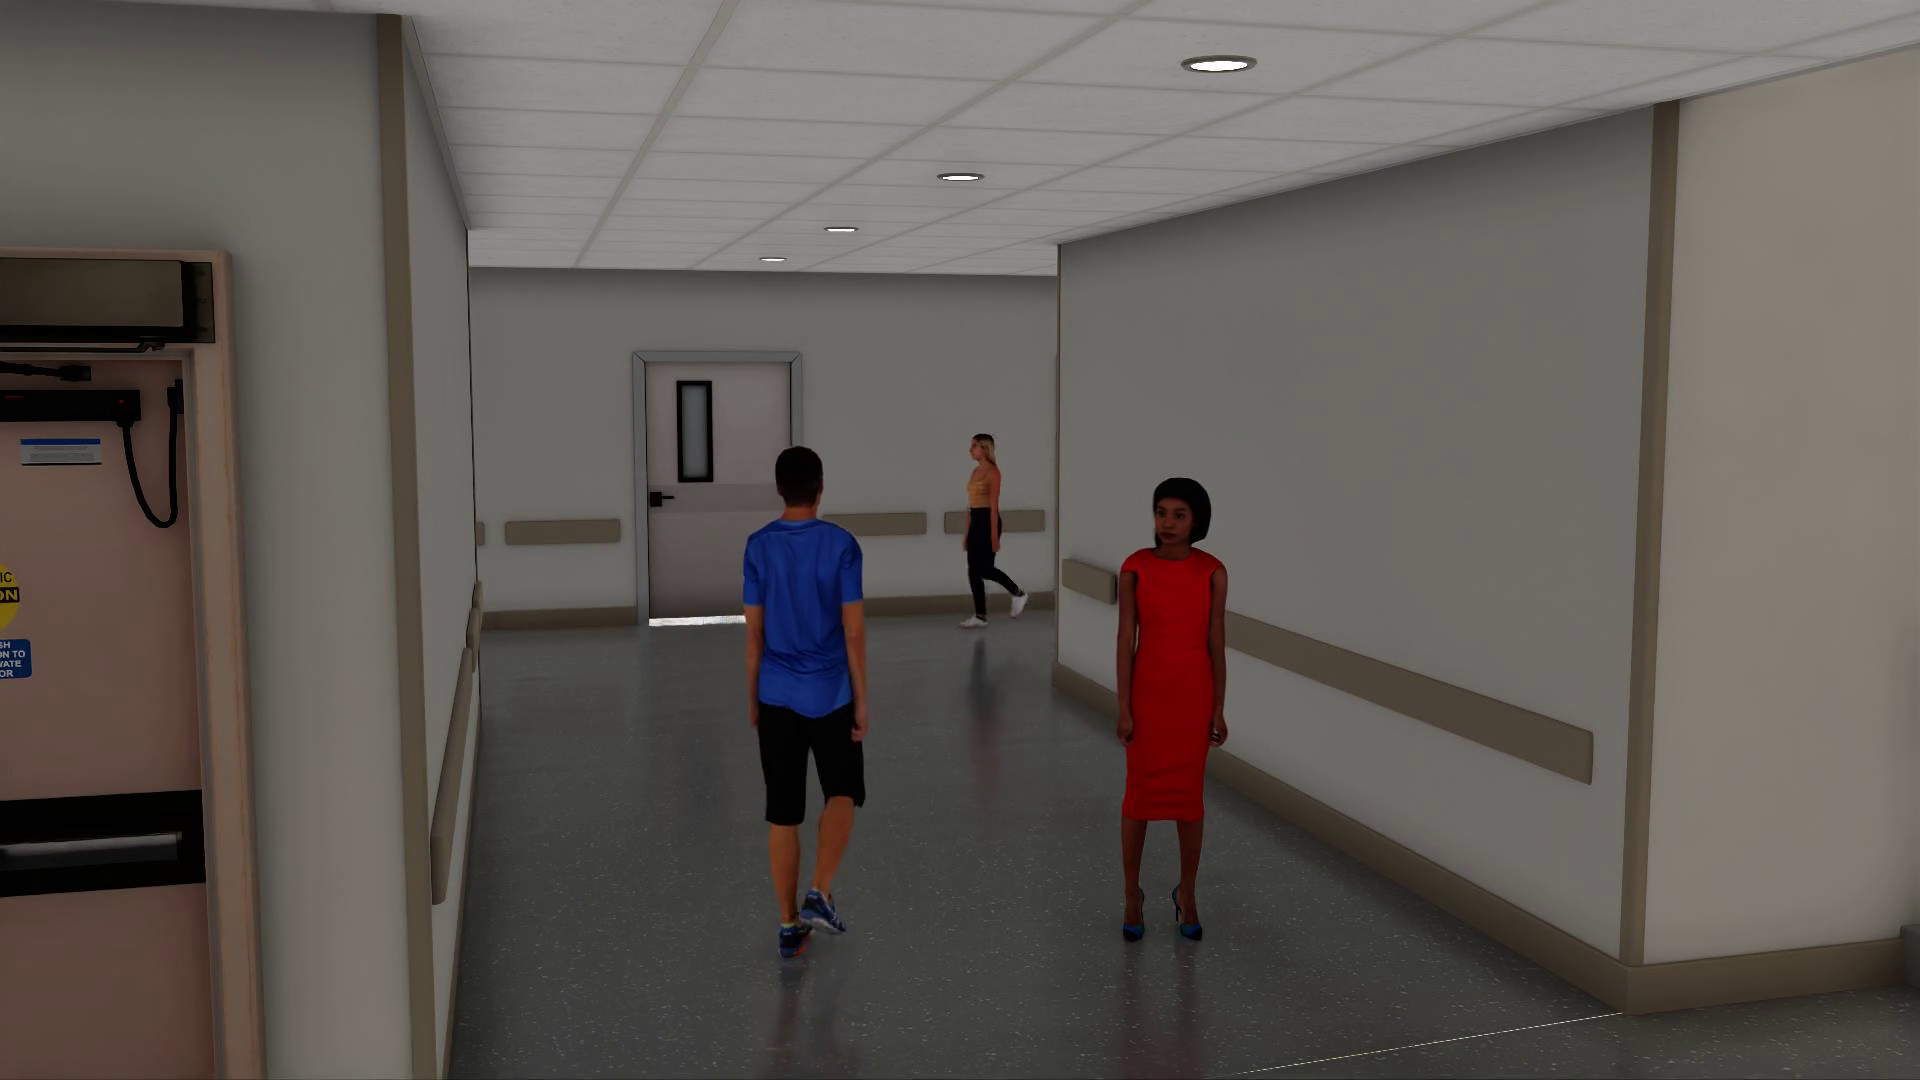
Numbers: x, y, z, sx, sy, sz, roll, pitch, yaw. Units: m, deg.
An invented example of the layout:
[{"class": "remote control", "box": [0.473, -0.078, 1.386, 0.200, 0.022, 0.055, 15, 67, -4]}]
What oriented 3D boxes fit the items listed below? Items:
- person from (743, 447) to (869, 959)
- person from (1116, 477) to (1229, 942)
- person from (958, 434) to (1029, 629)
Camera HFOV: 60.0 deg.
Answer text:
[{"class": "person", "box": [-0.579, 0.604, 6.007, 0.731, 1.851, 0.806, 1, 6, 8]}, {"class": "person", "box": [0.792, 0.630, 6.285, 0.527, 1.745, 0.682, 0, 6, 1]}, {"class": "person", "box": [0.270, -0.063, 13.826, 0.874, 1.613, 0.658, -3, 6, -25]}]
